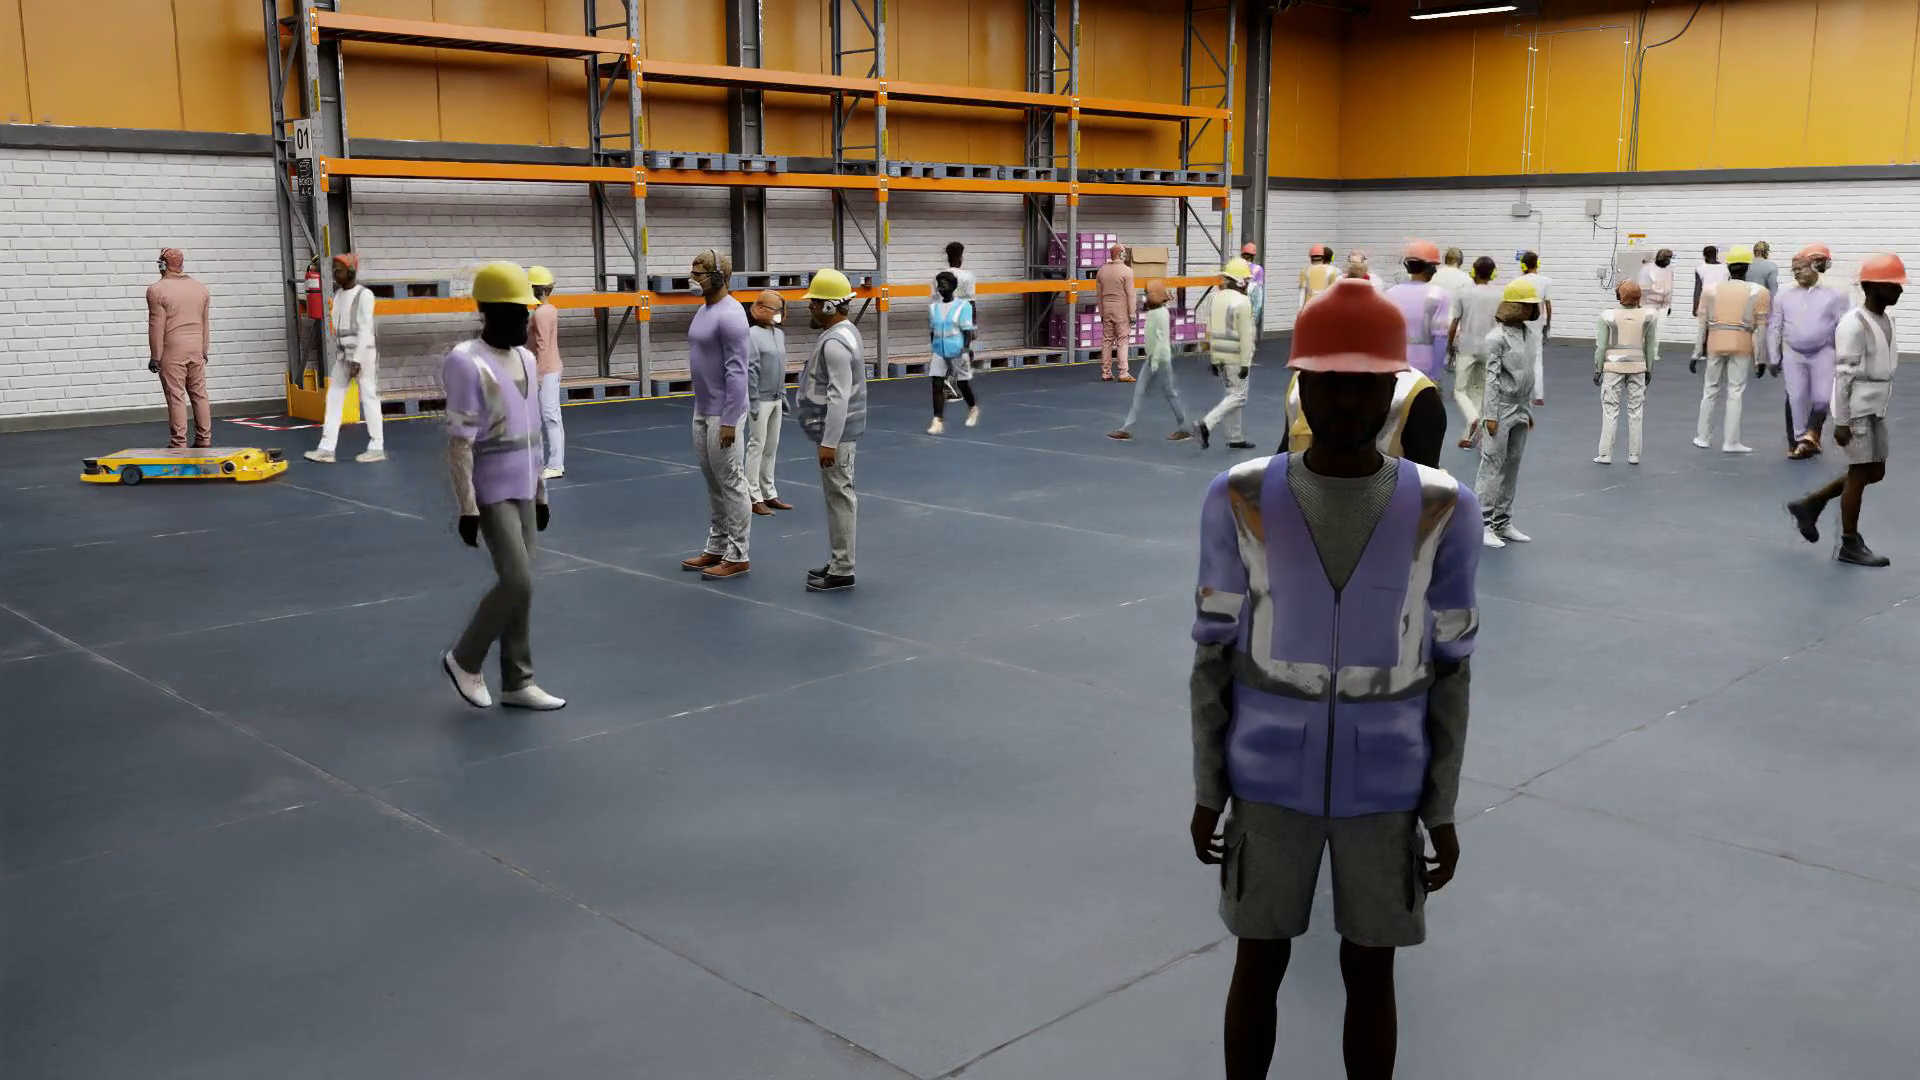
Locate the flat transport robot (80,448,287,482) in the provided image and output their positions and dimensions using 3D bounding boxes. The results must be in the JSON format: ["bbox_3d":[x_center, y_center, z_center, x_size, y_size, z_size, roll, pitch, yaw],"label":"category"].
[{"bbox_3d":[-6.426,-0.629,13.802,1.431,0.197,0.652,-1,10,-5],"label":"flat transport robot"}]

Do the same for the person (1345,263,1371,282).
[{"bbox_3d":[3.724,-1.751,15.877,0.579,1.766,1.034,5,11,24],"label":"person"}]

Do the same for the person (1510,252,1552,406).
[{"bbox_3d":[6.807,-2.534,19.976,0.523,1.828,0.645,4,11,22],"label":"person"}]

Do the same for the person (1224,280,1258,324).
[{"bbox_3d":[4.168,-3.298,24.701,0.521,1.623,0.605,4,11,19],"label":"person"}]

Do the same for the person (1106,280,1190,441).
[{"bbox_3d":[1.891,-1.745,16.289,0.847,1.582,0.515,-2,11,-12],"label":"person"}]

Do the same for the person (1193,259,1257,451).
[{"bbox_3d":[2.481,-1.700,15.451,0.697,1.812,0.601,-4,11,-23],"label":"person"}]

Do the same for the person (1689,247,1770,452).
[{"bbox_3d":[7.241,-1.778,15.639,0.668,1.904,0.561,7,13,34],"label":"person"}]

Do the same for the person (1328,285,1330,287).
[{"bbox_3d":[3.101,-1.318,13.875,0.507,1.628,0.277,7,12,32],"label":"person"}]

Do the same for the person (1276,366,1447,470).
[{"bbox_3d":[1.370,0.035,5.914,0.619,1.839,0.430,9,14,41],"label":"person"}]

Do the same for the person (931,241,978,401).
[{"bbox_3d":[-0.091,-2.631,20.133,0.625,1.950,0.512,7,12,32],"label":"person"}]

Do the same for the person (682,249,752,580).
[{"bbox_3d":[-1.436,-0.738,9.846,0.372,1.940,0.631,-5,12,-28],"label":"person"}]

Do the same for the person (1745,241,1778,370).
[{"bbox_3d":[11.964,-3.516,25.010,0.375,1.936,0.627,-8,13,-37],"label":"person"}]

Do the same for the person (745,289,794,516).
[{"bbox_3d":[-1.401,-1.002,12.121,0.278,1.633,0.498,4,11,22],"label":"person"}]

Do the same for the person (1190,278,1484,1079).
[{"bbox_3d":[0.719,0.469,3.257,0.545,1.942,0.350,2,11,10],"label":"person"}]

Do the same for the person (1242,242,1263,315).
[{"bbox_3d":[4.617,-3.856,26.949,0.544,1.912,0.790,4,11,22],"label":"person"}]

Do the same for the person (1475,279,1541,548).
[{"bbox_3d":[3.605,-0.827,10.867,0.492,1.742,0.319,-9,13,-39],"label":"person"}]

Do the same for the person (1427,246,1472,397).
[{"bbox_3d":[5.991,-2.661,20.491,0.621,1.895,0.987,9,14,41],"label":"person"}]

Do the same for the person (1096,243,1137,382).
[{"bbox_3d":[2.188,-3.134,22.989,0.642,1.912,0.409,10,14,43],"label":"person"}]

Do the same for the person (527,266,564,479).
[{"bbox_3d":[-3.476,-1.392,13.878,0.309,1.772,0.525,-1,10,-6],"label":"person"}]

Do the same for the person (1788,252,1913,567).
[{"bbox_3d":[5.520,-0.815,10.320,0.545,1.924,0.628,-7,13,-35],"label":"person"}]

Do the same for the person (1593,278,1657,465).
[{"bbox_3d":[5.858,-1.477,14.679,0.515,1.645,0.309,1,10,5],"label":"person"}]

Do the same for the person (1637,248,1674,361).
[{"bbox_3d":[11.250,-3.802,26.907,0.646,1.810,0.461,-2,11,-11],"label":"person"}]

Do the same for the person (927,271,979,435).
[{"bbox_3d":[-0.066,-1.933,17.089,0.528,1.669,0.780,5,12,27],"label":"person"}]

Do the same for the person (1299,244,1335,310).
[{"bbox_3d":[5.430,-3.550,25.340,0.551,1.893,1.010,2,11,13],"label":"person"}]

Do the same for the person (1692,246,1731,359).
[{"bbox_3d":[12.149,-3.810,26.837,0.617,1.863,0.946,0,10,1],"label":"person"}]

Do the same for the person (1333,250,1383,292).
[{"bbox_3d":[4.868,-2.657,20.604,0.663,1.849,1.048,8,13,37],"label":"person"}]

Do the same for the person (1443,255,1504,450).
[{"bbox_3d":[4.821,-1.728,15.517,0.538,1.840,0.664,0,10,-2],"label":"person"}]

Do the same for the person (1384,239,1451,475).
[{"bbox_3d":[3.601,-1.383,13.237,0.627,1.992,1.041,10,14,42],"label":"person"}]

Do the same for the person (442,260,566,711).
[{"bbox_3d":[-1.907,-0.206,6.994,0.421,1.916,0.605,3,11,15],"label":"person"}]

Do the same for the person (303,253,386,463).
[{"bbox_3d":[-5.467,-1.585,14.702,0.587,1.858,0.789,7,12,33],"label":"person"}]

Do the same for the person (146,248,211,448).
[{"bbox_3d":[-7.245,-1.740,15.400,0.407,1.908,0.641,5,11,23],"label":"person"}]

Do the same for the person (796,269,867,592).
[{"bbox_3d":[-0.732,-0.622,9.502,0.404,1.833,0.589,0,10,-1],"label":"person"}]

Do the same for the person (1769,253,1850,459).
[{"bbox_3d":[7.734,-1.670,15.136,0.696,1.868,0.592,7,13,34],"label":"person"}]

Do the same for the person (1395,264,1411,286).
[{"bbox_3d":[6.906,-3.549,25.471,0.646,1.830,0.533,-7,13,-34],"label":"person"}]

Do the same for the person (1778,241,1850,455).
[{"bbox_3d":[7.767,-1.734,15.204,0.619,1.968,0.433,8,13,37],"label":"person"}]

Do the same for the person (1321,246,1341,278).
[{"bbox_3d":[5.801,-3.743,26.520,0.523,1.843,0.628,2,11,9],"label":"person"}]
